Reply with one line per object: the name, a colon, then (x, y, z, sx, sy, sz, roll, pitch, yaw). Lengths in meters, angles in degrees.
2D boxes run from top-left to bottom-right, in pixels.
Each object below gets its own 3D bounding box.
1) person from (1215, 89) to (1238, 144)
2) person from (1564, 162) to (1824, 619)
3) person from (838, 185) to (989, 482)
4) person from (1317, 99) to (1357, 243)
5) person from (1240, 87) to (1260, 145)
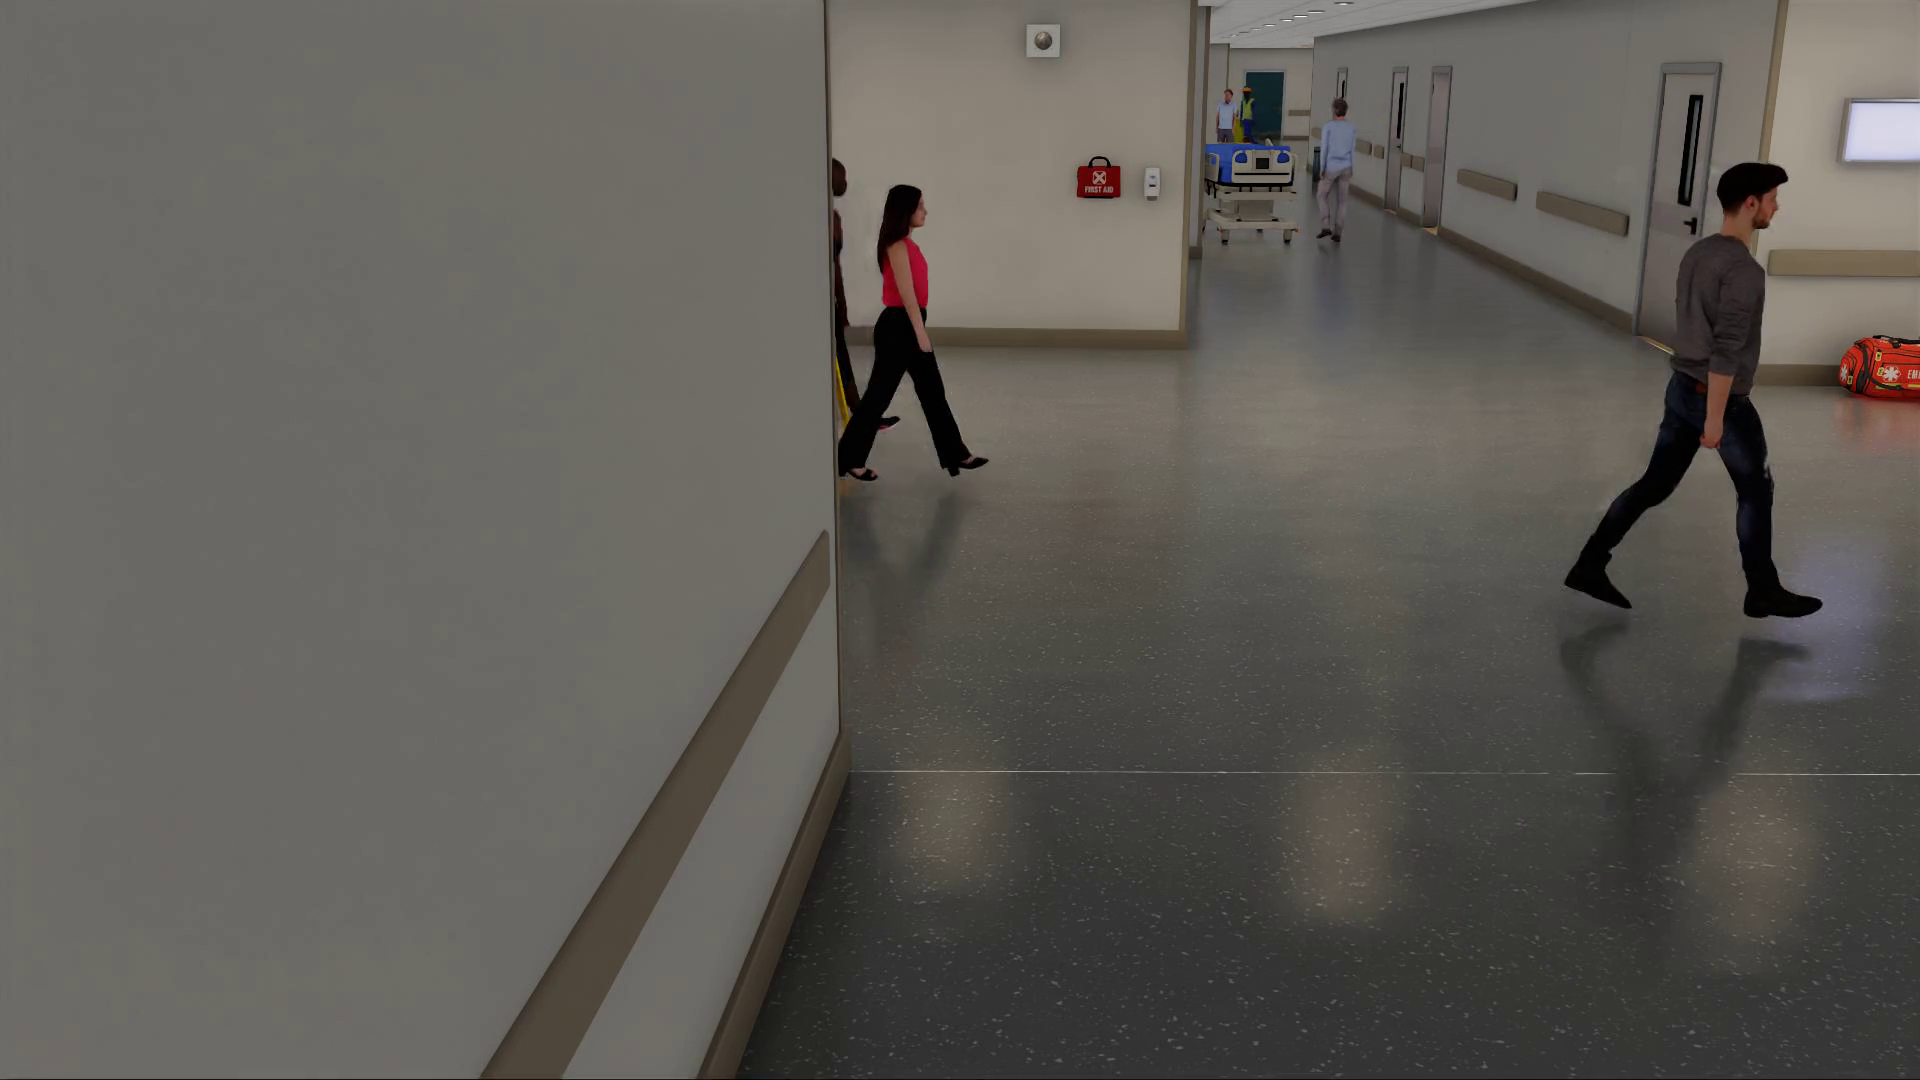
person: (6.349, -9.800, 39.638, 0.610, 1.833, 0.772, 7, 17, 22)
person: (2.955, -0.560, 6.809, 1.292, 1.863, 0.823, -1, 16, -3)
person: (-0.397, -1.082, 9.109, 1.069, 1.618, 0.580, 1, 16, 4)
person: (5.096, -4.946, 22.338, 0.612, 1.877, 0.768, -1, 16, -3)
person: (8.151, -11.764, 46.695, 1.223, 1.783, 1.118, -12, 19, -35)
